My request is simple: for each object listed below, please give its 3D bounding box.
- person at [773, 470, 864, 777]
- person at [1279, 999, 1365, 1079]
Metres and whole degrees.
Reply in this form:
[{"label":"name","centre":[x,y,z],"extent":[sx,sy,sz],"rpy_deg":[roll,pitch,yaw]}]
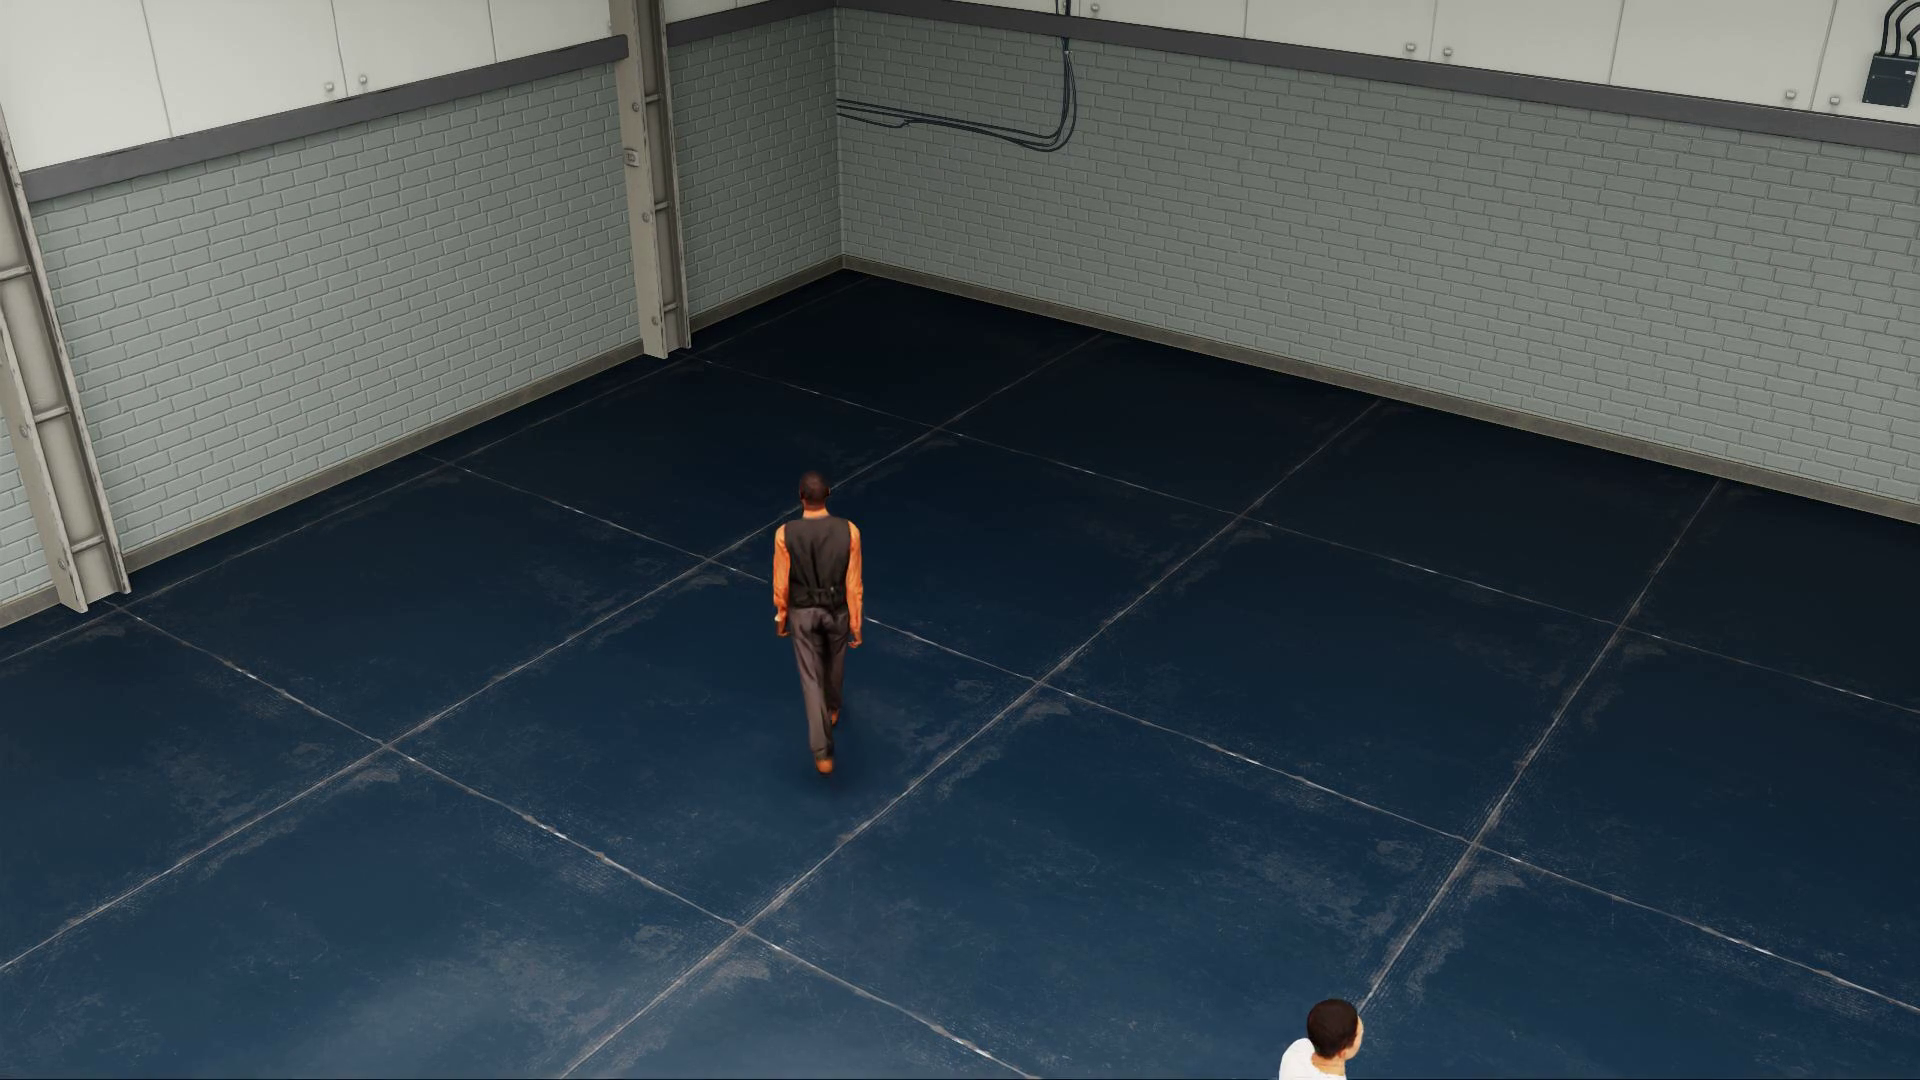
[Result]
[{"label":"person","centre":[-0.831,0.537,10.007],"extent":[1.239,1.865,1.324],"rpy_deg":[-5,28,-9]},{"label":"person","centre":[1.263,2.509,6.394],"extent":[1.106,1.781,0.973],"rpy_deg":[-11,30,-20]}]
